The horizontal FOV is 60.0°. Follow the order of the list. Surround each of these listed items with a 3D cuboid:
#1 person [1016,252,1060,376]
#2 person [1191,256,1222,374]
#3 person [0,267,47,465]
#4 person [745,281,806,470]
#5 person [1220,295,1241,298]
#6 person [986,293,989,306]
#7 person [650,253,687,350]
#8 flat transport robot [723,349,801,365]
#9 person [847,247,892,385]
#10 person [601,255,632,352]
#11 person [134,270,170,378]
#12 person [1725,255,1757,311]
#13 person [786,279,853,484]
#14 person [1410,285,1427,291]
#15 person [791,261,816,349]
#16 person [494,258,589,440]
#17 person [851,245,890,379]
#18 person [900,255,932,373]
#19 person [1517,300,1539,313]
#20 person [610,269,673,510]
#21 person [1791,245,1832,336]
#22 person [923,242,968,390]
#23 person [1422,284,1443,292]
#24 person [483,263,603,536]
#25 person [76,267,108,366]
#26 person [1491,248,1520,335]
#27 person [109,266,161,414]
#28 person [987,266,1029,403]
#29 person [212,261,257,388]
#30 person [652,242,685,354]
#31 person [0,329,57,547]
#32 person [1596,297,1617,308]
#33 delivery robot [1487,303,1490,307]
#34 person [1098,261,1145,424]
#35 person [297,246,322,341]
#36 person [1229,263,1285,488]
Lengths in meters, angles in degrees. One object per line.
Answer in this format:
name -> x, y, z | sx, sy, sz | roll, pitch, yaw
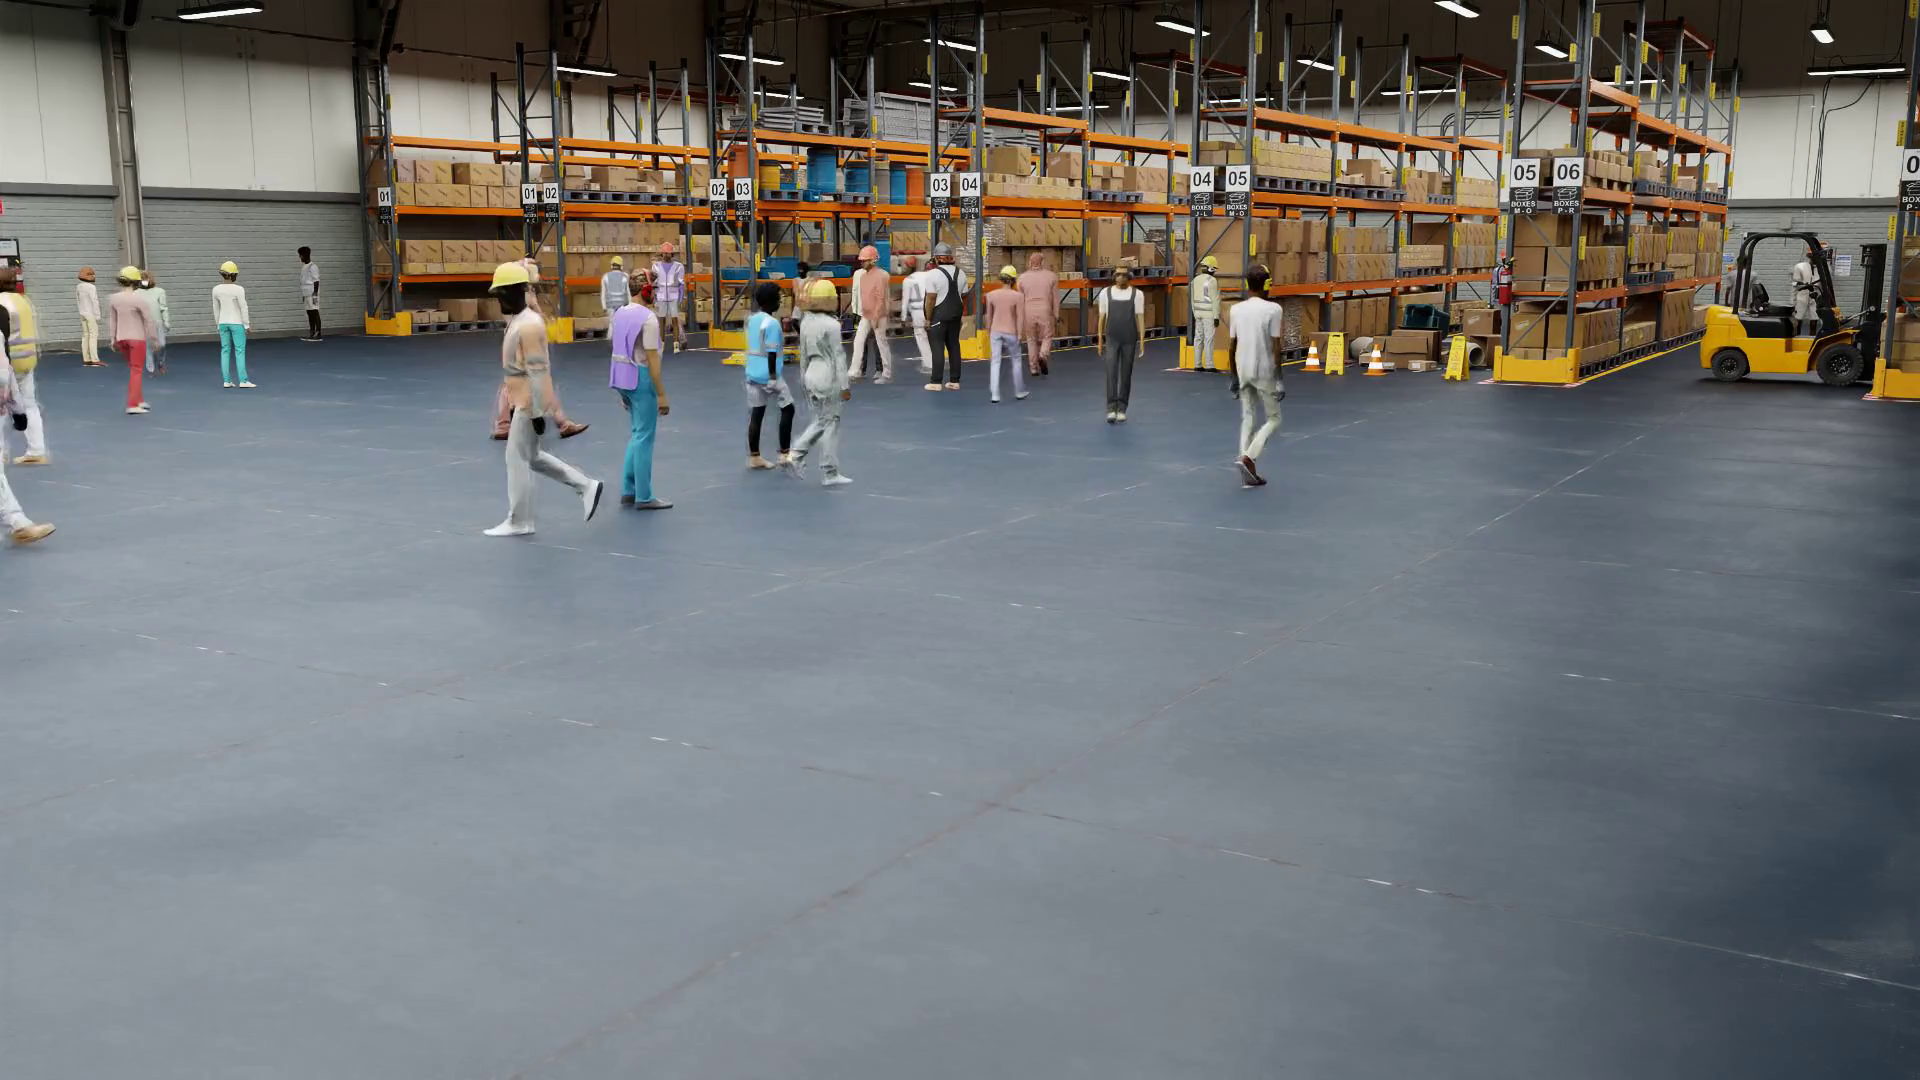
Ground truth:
person -> 1.179, -3.418, 25.239 | 0.676, 1.891, 0.474 | 1, 10, 8
person -> 3.848, -3.495, 25.878 | 0.403, 1.823, 0.588 | -6, 12, -29
person -> -8.722, -1.565, 15.083 | 0.727, 1.816, 0.654 | -1, 10, -5
person -> -1.639, -1.458, 14.855 | 0.597, 1.681, 0.540 | -7, 12, -34
person -> 4.887, -4.318, 30.277 | 0.553, 1.907, 0.932 | 6, 12, 29
person -> 0.808, -4.810, 32.960 | 0.626, 1.931, 0.376 | 0, 10, 1
person -> -5.571, -4.498, 31.441 | 0.648, 1.854, 1.001 | 8, 13, 38
flat transport robot -> -3.271, -3.083, 27.915 | 0.652, 0.197, 1.431 | 6, 12, 32
person -> -1.334, -3.176, 23.687 | 0.923, 1.952, 0.635 | -8, 13, -39
person -> -6.282, -4.304, 30.466 | 0.591, 1.809, 0.699 | 0, 10, 1
person -> -12.188, -3.245, 25.021 | 0.534, 1.621, 0.335 | -5, 11, -25
person -> 13.872, -4.155, 29.582 | 0.505, 1.817, 0.991 | 5, 11, 25
person -> -1.174, -1.306, 13.914 | 0.458, 1.727, 0.520 | -9, 13, -40
person -> 11.156, -6.047, 40.809 | 0.838, 1.602, 0.513 | -8, 13, -37
person -> -2.928, -4.369, 31.137 | 0.554, 1.681, 0.370 | 6, 12, 28
person -> -4.369, -1.952, 17.124 | 0.981, 1.853, 0.664 | -4, 11, -20
person -> -1.349, -3.408, 24.933 | 0.608, 1.987, 0.388 | 4, 11, 19
person -> -0.653, -3.504, 25.887 | 0.554, 1.832, 0.665 | 8, 13, 38
person -> 13.739, -5.935, 40.201 | 0.595, 1.587, 0.863 | -6, 12, -31
person -> -2.430, -1.129, 12.607 | 0.402, 1.833, 0.577 | -7, 12, -34
person -> 14.955, -4.212, 29.280 | 0.612, 2.043, 0.385 | 5, 11, 27
person -> -0.258, -3.091, 23.003 | 0.688, 2.000, 0.539 | -9, 13, -40
person -> 11.691, -6.273, 41.234 | 0.414, 1.908, 0.603 | -10, 14, -43
person -> -2.928, -0.975, 11.564 | 0.753, 1.899, 0.585 | -3, 11, -18
person -> -14.380, -3.689, 27.490 | 0.507, 1.631, 0.266 | 7, 12, 33
person -> 9.987, -4.370, 30.453 | 0.548, 1.936, 0.378 | 7, 12, 34
person -> -9.825, -2.386, 19.894 | 0.541, 1.744, 0.682 | 2, 10, 14
person -> 0.606, -2.640, 21.359 | 0.543, 1.731, 0.854 | 4, 11, 20
person -> -10.177, -3.002, 23.278 | 0.522, 1.768, 0.312 | 2, 10, 12
person -> -5.348, -4.427, 30.480 | 0.608, 2.044, 0.371 | -1, 10, -3
person -> -6.467, -0.859, 11.132 | 0.700, 1.822, 0.653 | 0, 10, -1
person -> 13.757, -5.207, 35.250 | 0.670, 1.903, 0.445 | 4, 11, 20
delivery robot -> 13.059, -5.617, 41.047 | 0.477, 0.478, 0.707 | -4, 11, -20
person -> 1.815, -2.204, 18.672 | 0.536, 1.806, 0.892 | 1, 10, 6
person -> -13.493, -5.102, 34.496 | 0.390, 1.958, 0.601 | -9, 14, -42
person -> 2.443, -1.339, 13.699 | 0.552, 1.857, 0.439 | 9, 14, 42
